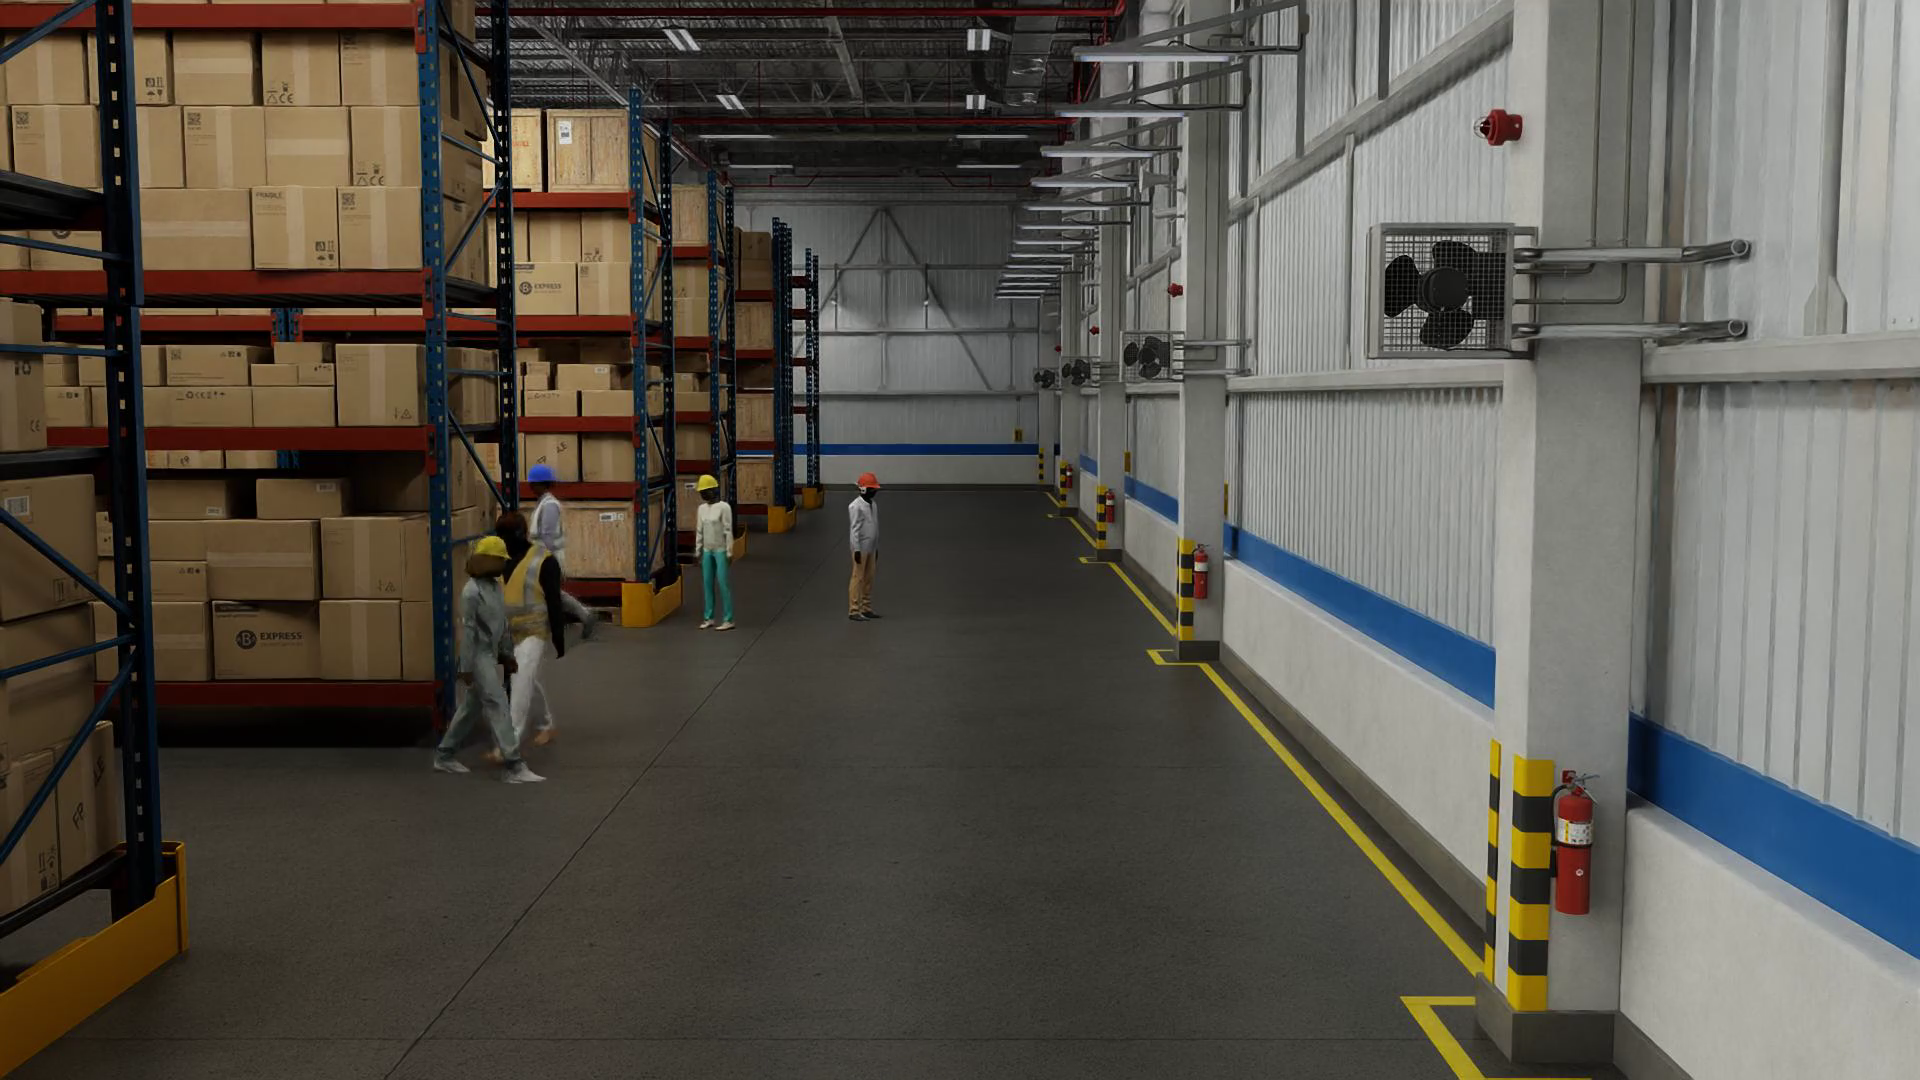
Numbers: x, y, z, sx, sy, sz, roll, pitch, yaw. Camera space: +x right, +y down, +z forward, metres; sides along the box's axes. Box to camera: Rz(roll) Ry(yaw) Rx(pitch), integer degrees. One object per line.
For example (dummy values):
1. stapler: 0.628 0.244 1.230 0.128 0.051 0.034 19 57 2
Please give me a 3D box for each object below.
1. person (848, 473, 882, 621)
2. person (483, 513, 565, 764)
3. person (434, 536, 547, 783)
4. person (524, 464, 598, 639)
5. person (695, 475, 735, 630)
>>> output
1. person: -1.094 0.081 19.530 0.352 1.742 0.565 2 5 26
2. person: -3.232 0.692 12.198 0.630 1.785 0.970 2 5 21
3. person: -3.263 0.814 11.412 0.870 1.693 0.498 0 5 5
4. person: -4.296 0.152 17.617 0.780 1.927 0.605 -3 6 -29
5. person: -2.783 0.139 18.774 0.527 1.749 0.379 4 6 40
